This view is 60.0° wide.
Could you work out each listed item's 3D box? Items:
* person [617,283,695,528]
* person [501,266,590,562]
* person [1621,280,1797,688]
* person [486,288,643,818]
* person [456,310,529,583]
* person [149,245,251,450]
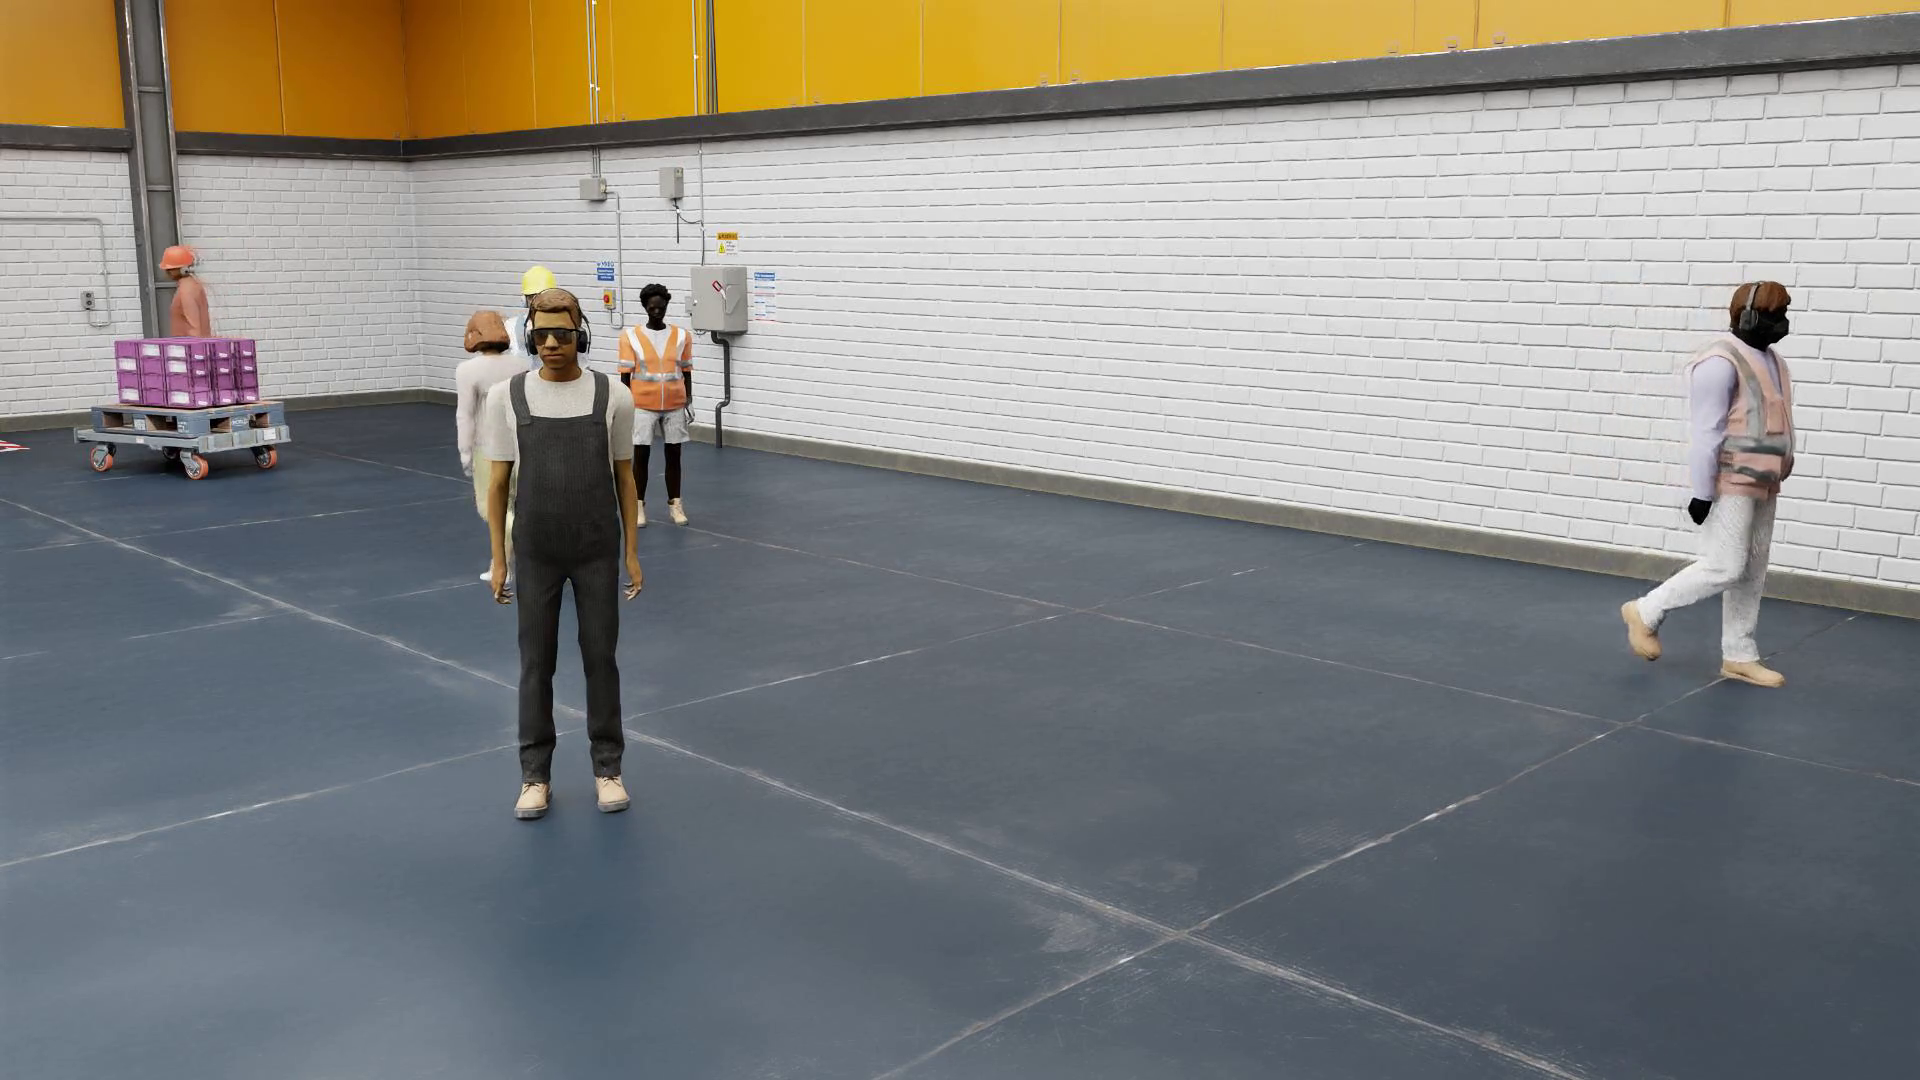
[{"bbox_3d":[-2.099,-0.931,11.553,0.540,1.696,0.317,-4,11,-22],"label":"person"},{"bbox_3d":[-2.592,-0.780,10.366,0.586,1.833,0.404,-3,11,-14],"label":"person"},{"bbox_3d":[3.449,-0.258,7.540,0.632,1.830,0.608,-9,14,-41],"label":"person"},{"bbox_3d":[-1.373,0.051,5.799,0.517,1.844,0.329,-3,11,-14],"label":"person"},{"bbox_3d":[-2.585,-0.502,9.479,0.657,1.610,0.506,7,13,35],"label":"person"},{"bbox_3d":[-7.144,-1.795,15.637,0.989,1.938,0.636,-2,11,-8],"label":"person"}]
